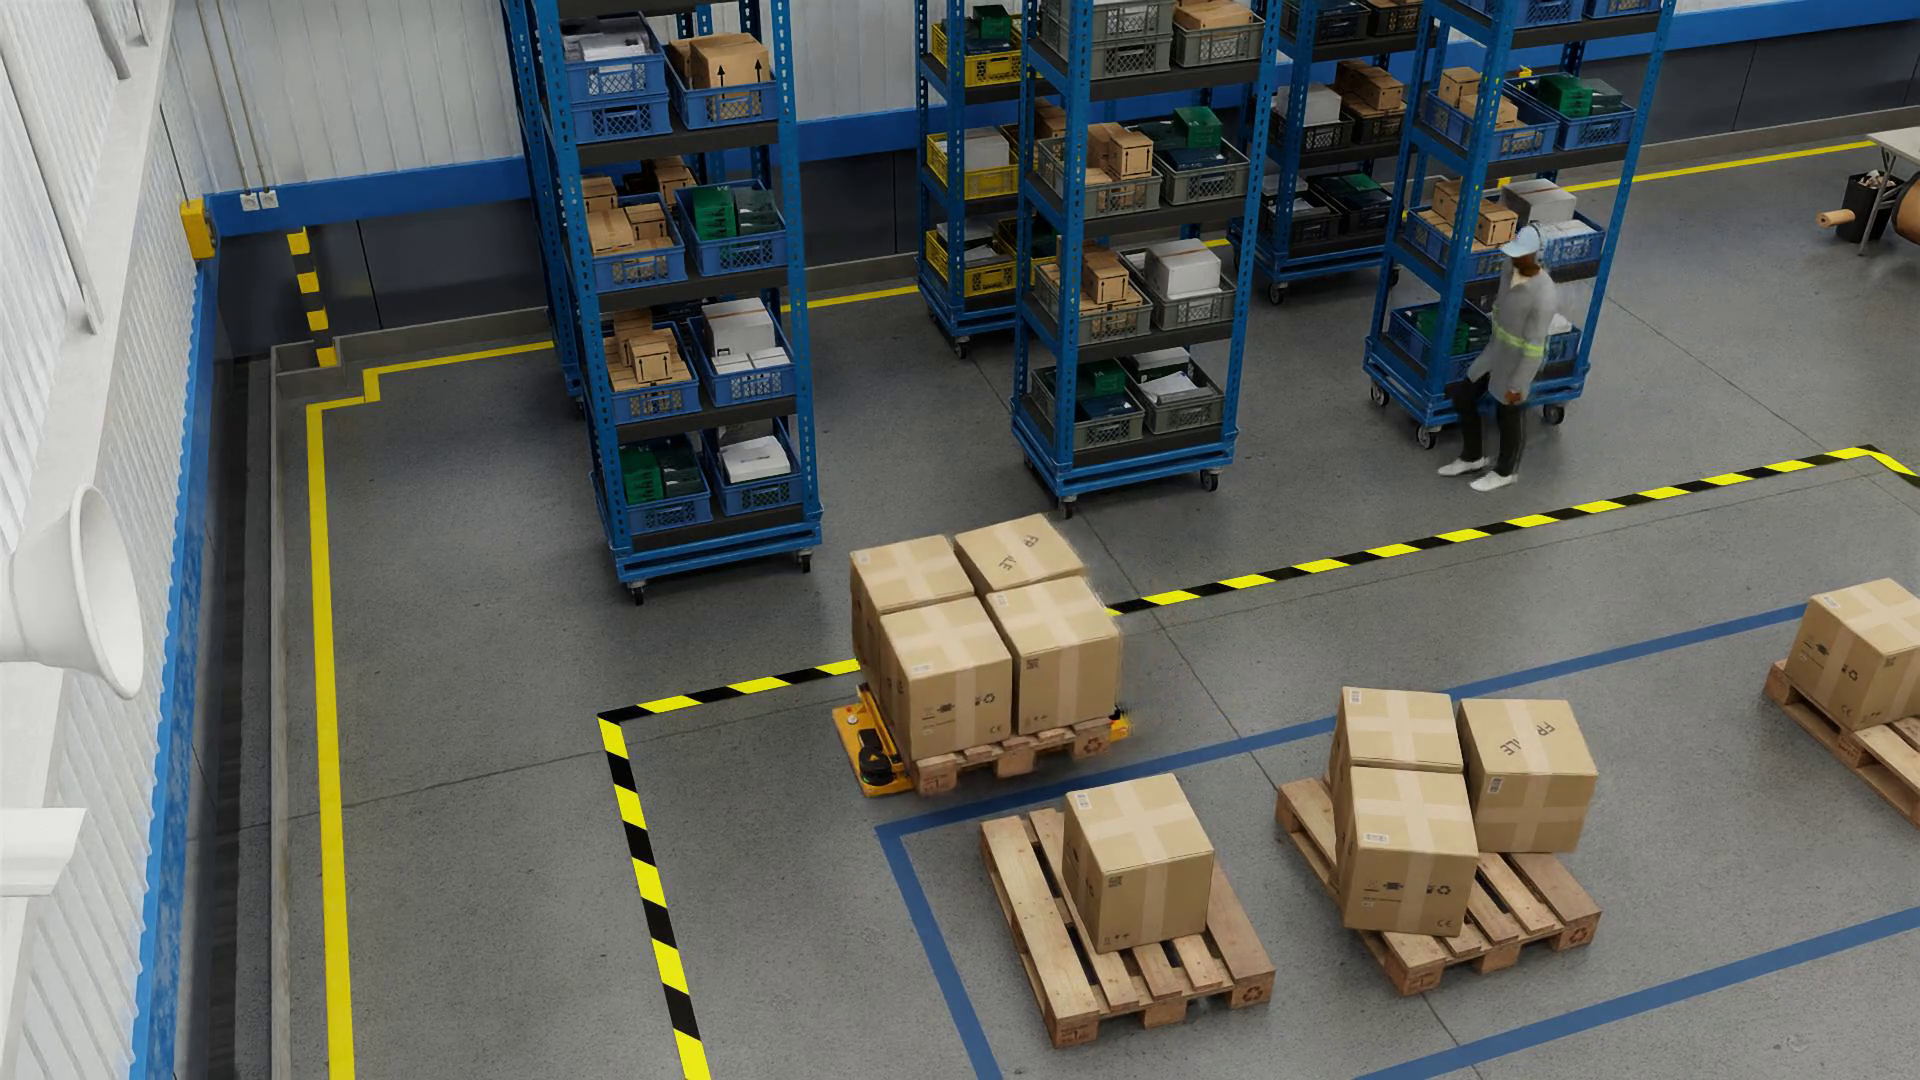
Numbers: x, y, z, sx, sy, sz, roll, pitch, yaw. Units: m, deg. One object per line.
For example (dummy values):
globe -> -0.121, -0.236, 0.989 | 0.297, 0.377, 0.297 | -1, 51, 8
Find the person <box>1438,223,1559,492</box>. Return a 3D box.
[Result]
person -> 3.317, -1.094, 10.249 | 0.582, 1.831, 0.611 | -7, 36, -10

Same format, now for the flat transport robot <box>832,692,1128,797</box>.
flat transport robot -> 0.100, 0.915, 8.734 | 1.431, 0.197, 0.652 | -11, 37, -15
